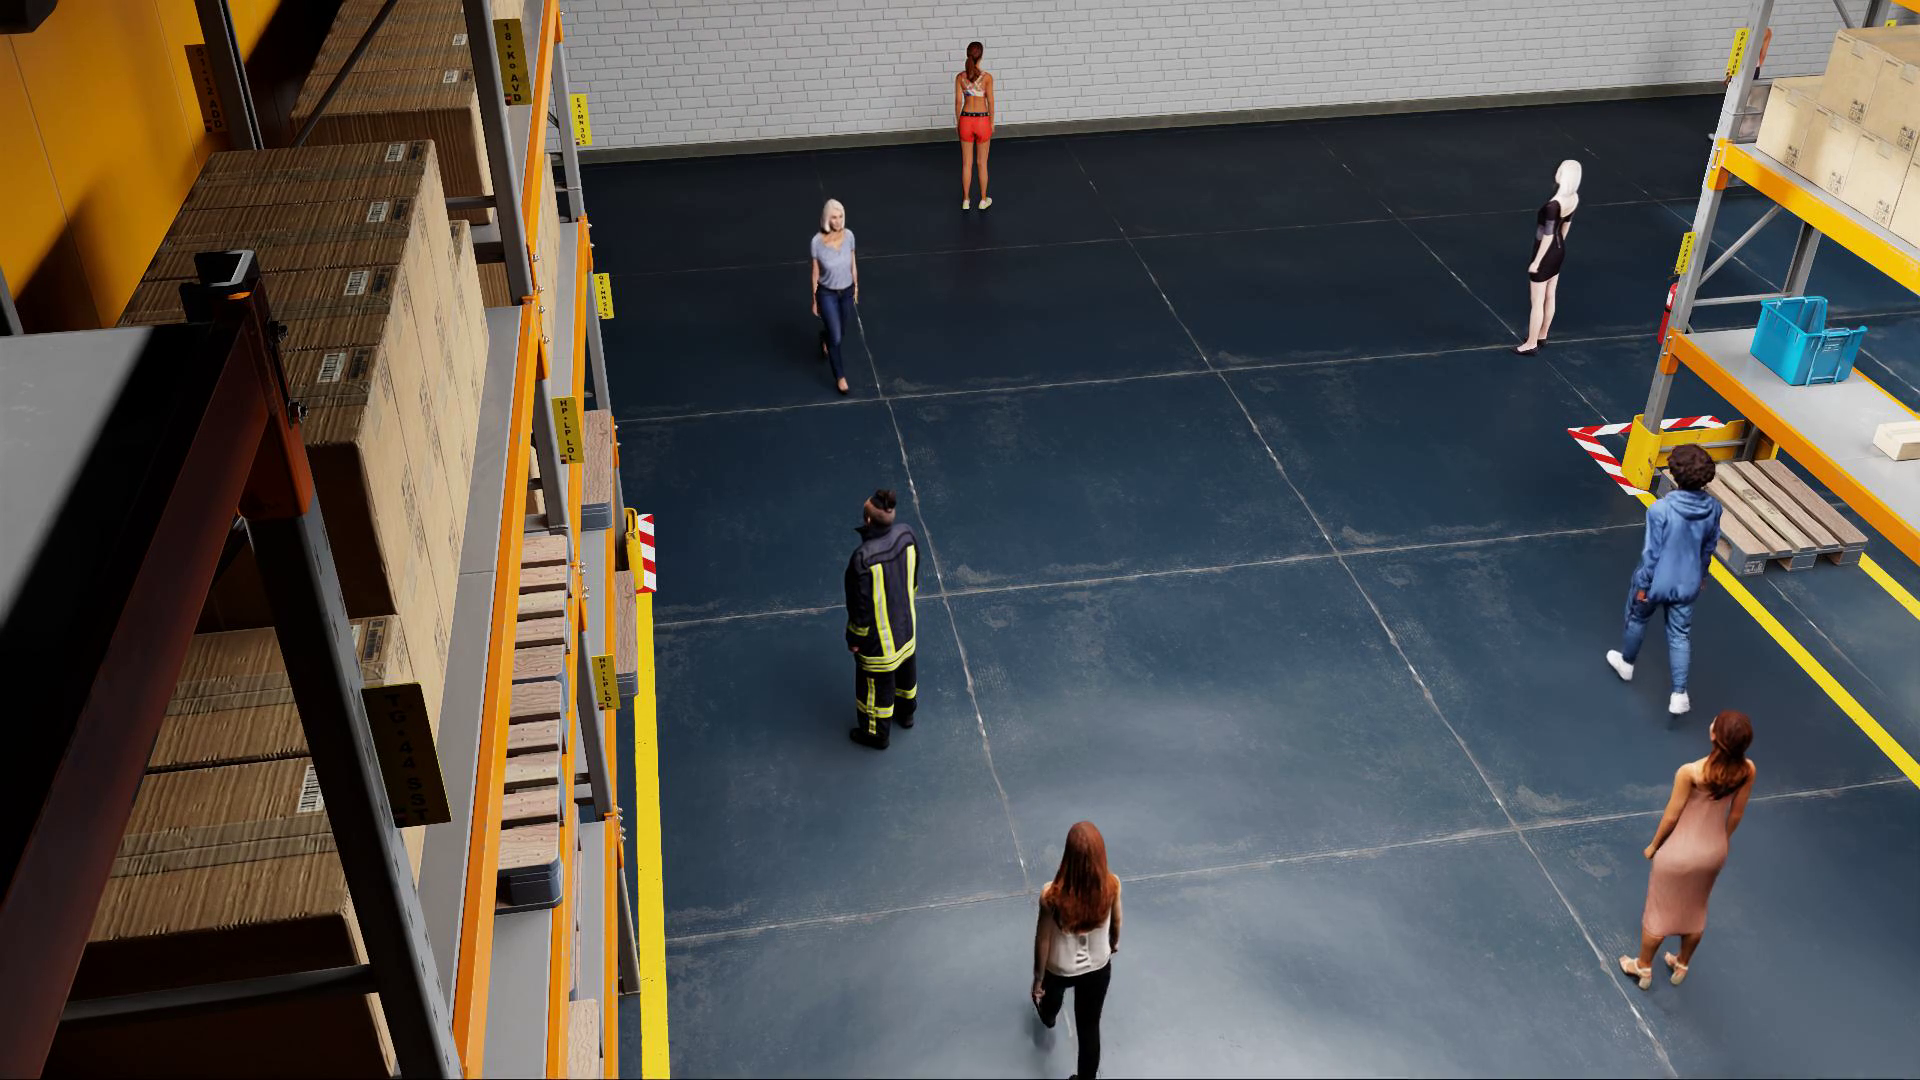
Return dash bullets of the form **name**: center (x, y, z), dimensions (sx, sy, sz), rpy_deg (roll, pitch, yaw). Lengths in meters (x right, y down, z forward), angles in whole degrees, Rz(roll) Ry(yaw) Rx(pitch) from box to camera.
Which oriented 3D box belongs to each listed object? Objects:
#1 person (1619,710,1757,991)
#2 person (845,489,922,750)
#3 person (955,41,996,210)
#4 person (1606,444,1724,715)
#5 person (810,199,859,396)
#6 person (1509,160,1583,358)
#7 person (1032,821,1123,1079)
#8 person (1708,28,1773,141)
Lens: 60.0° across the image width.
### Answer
- **person**: center (3.777, 1.607, 8.583), dimensions (0.598, 1.831, 0.523), rpy_deg (-3, 34, -5)
- **person**: center (-0.480, 0.469, 10.267), dimensions (0.923, 1.861, 0.879), rpy_deg (25, 41, 32)
- **person**: center (0.156, -4.384, 17.632), dimensions (0.645, 1.791, 0.654), rpy_deg (5, 34, 7)
- **person**: center (4.556, 0.297, 10.612), dimensions (0.766, 1.765, 1.045), rpy_deg (0, 34, 0)
- **person**: center (-1.113, -2.149, 14.353), dimensions (0.804, 1.697, 1.093), rpy_deg (-17, 37, -23)
- **person**: center (5.236, -2.507, 14.773), dimensions (0.657, 1.830, 0.681), rpy_deg (-29, 43, -36)
- **person**: center (0.578, 2.104, 7.966), dimensions (0.637, 1.686, 1.019), rpy_deg (-4, 34, -7)
- **person**: center (9.132, -5.429, 19.339), dimensions (0.562, 1.642, 0.525), rpy_deg (-6, 34, -9)
